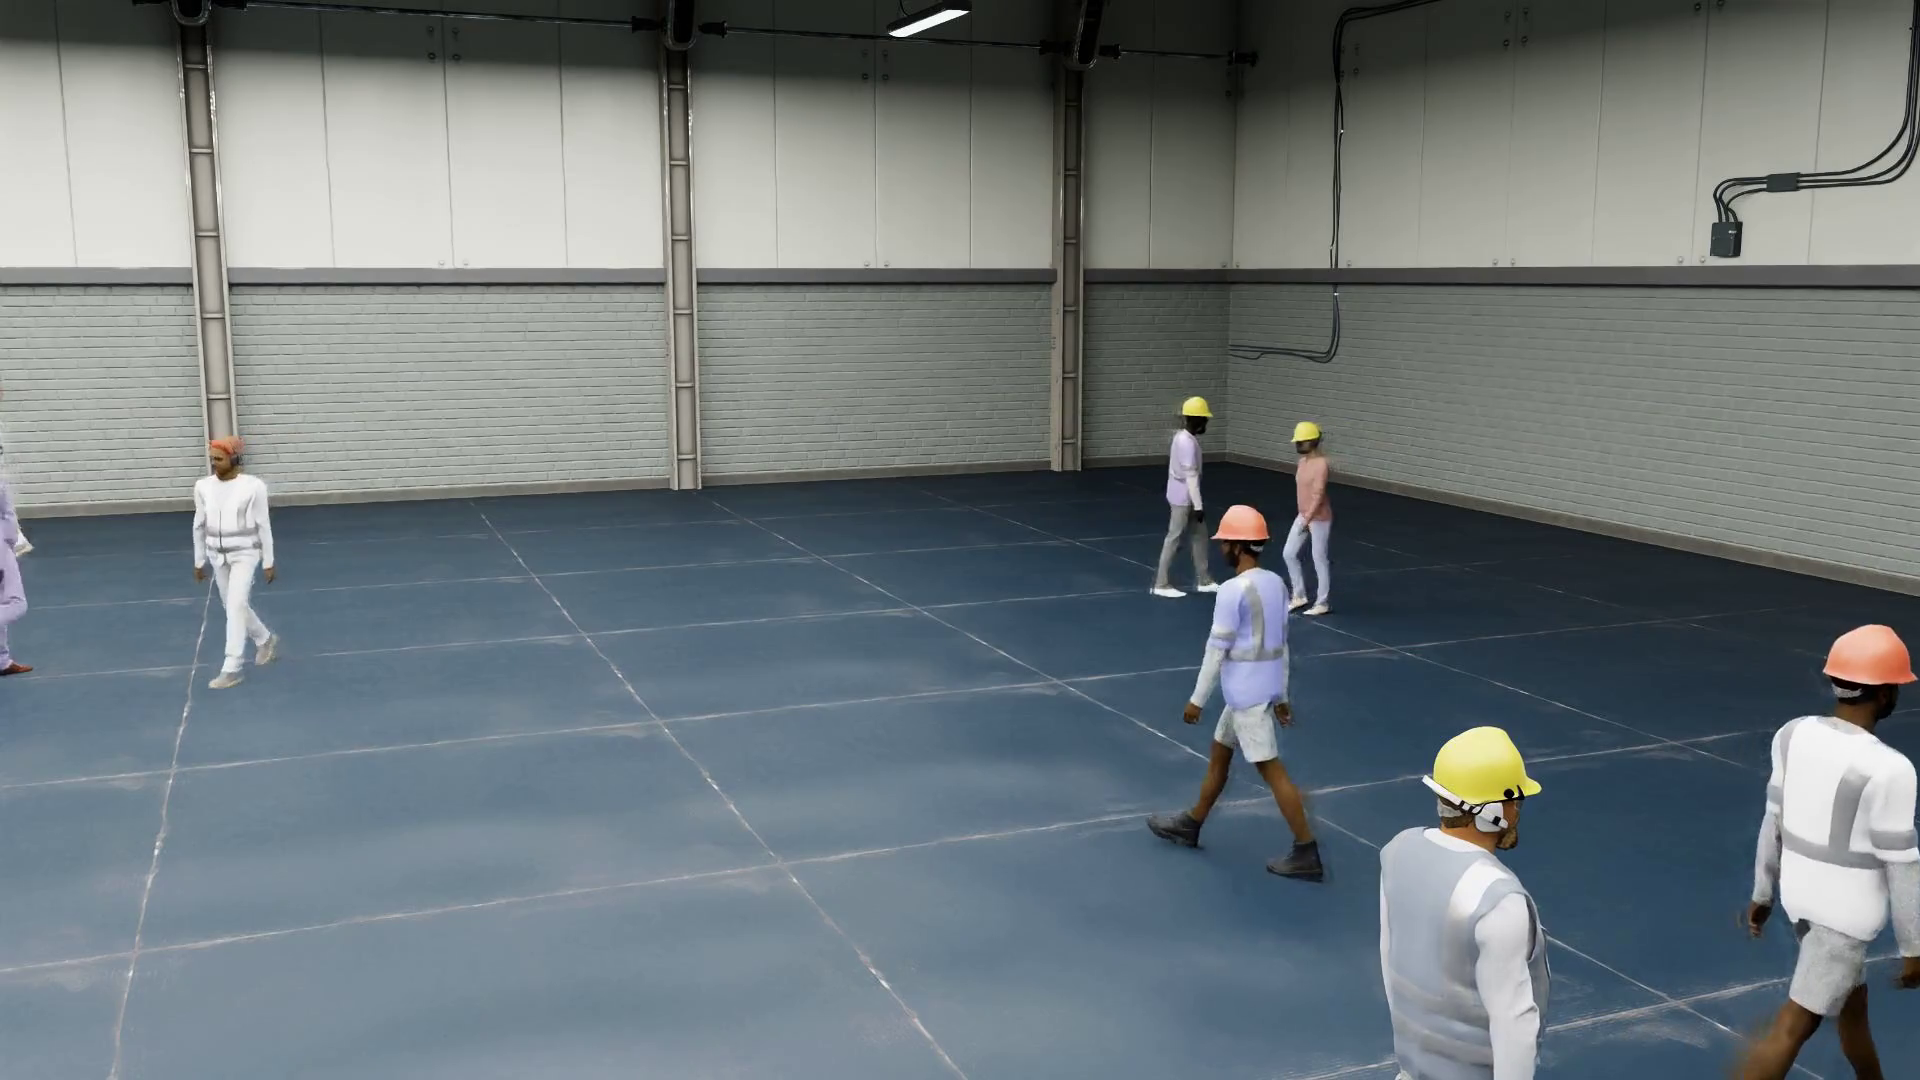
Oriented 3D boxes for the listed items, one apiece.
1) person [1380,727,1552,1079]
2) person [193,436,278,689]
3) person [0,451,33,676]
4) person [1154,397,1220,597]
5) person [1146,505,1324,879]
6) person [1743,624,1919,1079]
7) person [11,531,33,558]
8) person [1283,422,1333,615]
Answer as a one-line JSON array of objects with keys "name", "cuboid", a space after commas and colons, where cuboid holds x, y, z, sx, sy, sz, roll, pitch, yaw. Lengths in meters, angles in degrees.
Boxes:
[{"name": "person", "cuboid": [1.382, 1.405, 4.545, 0.403, 1.834, 0.589, -3, 10, -18]}, {"name": "person", "cuboid": [-5.443, 0.126, 12.541, 0.587, 1.855, 0.925, 2, 9, 10]}, {"name": "person", "cuboid": [-7.278, 0.128, 12.392, 0.648, 1.893, 0.539, 7, 11, 37]}, {"name": "person", "cuboid": [2.220, -0.388, 15.608, 0.843, 1.890, 0.614, 1, 9, 6]}, {"name": "person", "cuboid": [1.451, 0.761, 8.500, 1.040, 1.878, 0.548, 6, 11, 32]}, {"name": "person", "cuboid": [2.980, 1.213, 5.575, 1.018, 1.883, 0.565, -2, 9, -10]}, {"name": "person", "cuboid": [-10.377, -0.664, 17.547, 0.978, 1.841, 0.590, -5, 10, -26]}, {"name": "person", "cuboid": [3.085, -0.177, 14.767, 0.539, 1.740, 0.519, -3, 10, -19]}]
